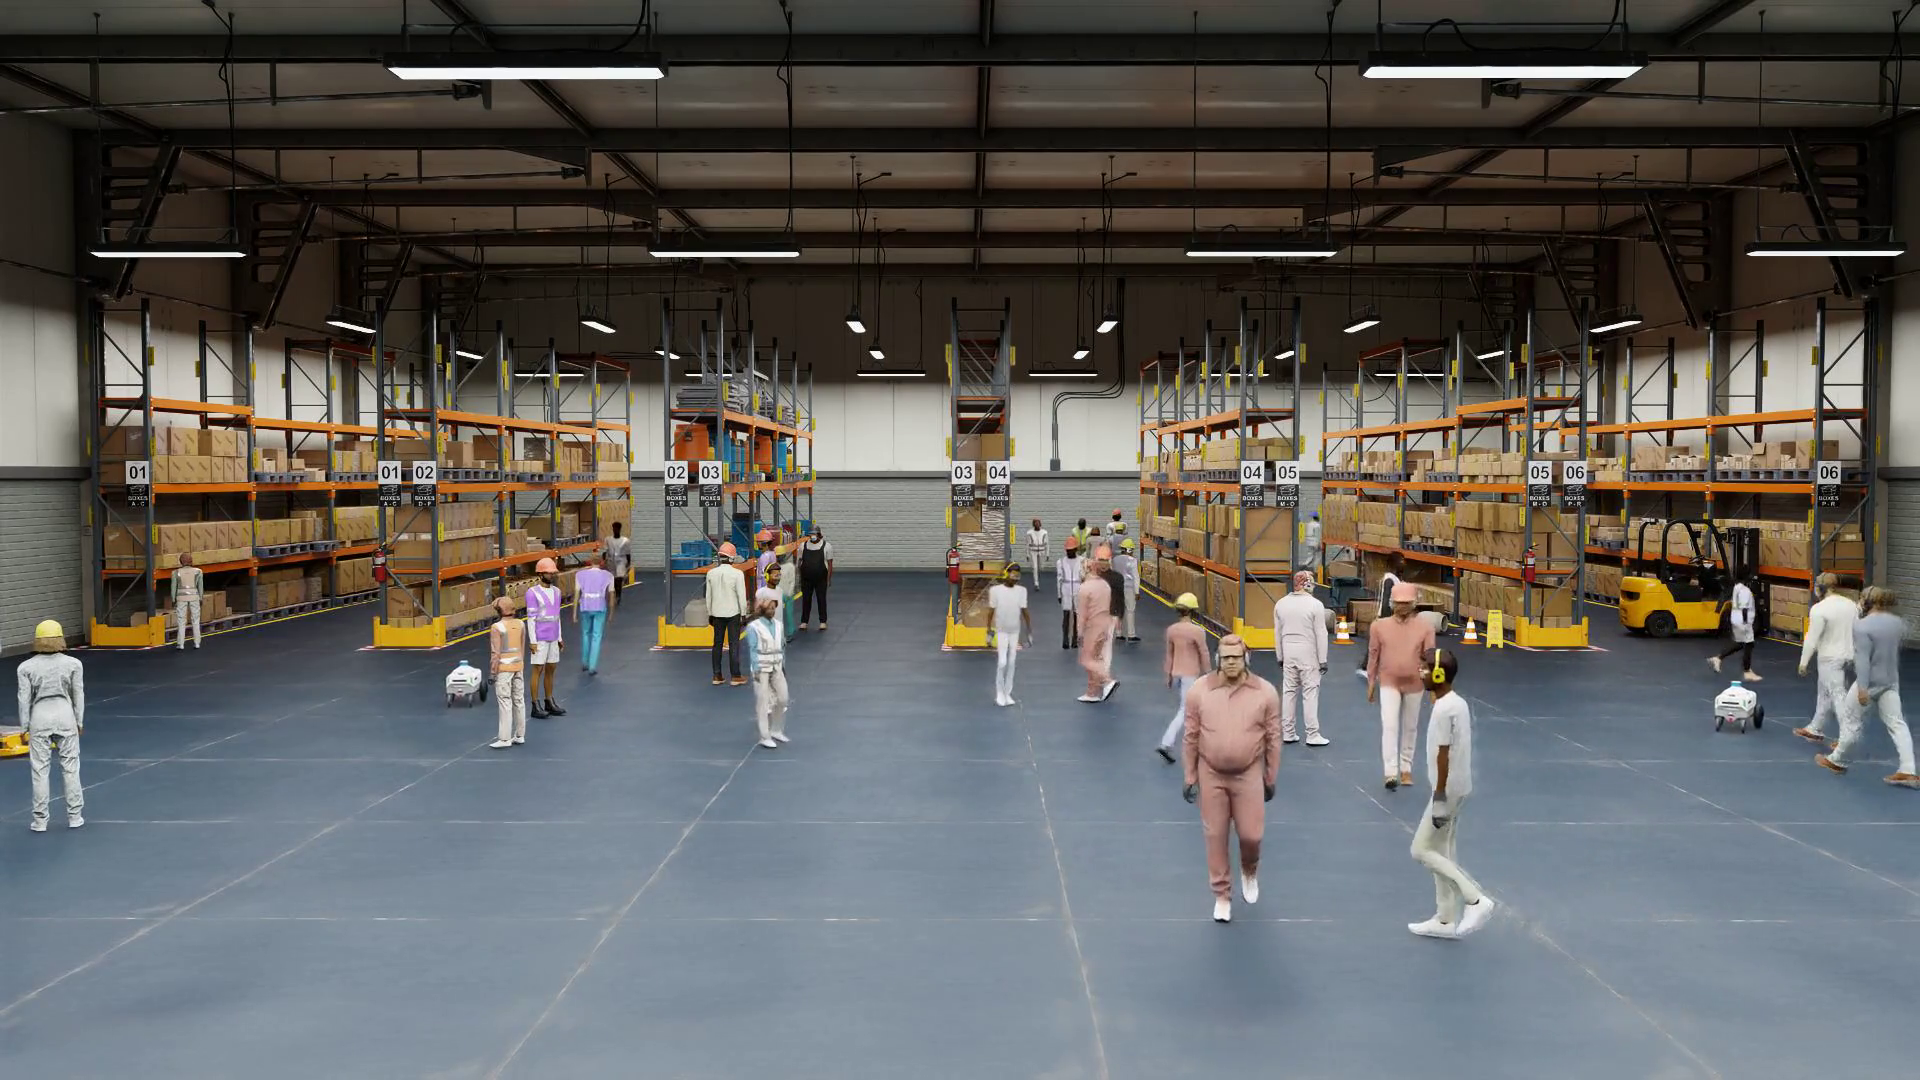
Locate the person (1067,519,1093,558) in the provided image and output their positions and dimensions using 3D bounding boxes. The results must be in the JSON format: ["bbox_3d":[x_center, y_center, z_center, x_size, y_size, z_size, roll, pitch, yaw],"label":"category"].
[{"bbox_3d":[3.262,0.316,43.598,0.710,1.777,0.968,0,2,10],"label":"person"}]

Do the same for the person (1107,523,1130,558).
[{"bbox_3d":[3.834,0.496,39.049,0.592,1.787,0.894,0,2,4],"label":"person"}]

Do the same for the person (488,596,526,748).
[{"bbox_3d":[-4.898,1.426,17.476,0.310,1.640,0.514,1,3,25],"label":"person"}]

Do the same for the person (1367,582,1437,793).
[{"bbox_3d":[4.142,1.370,15.100,0.645,1.935,1.037,0,2,11],"label":"person"}]

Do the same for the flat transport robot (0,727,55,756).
[{"bbox_3d":[-10.422,2.130,17.233,1.431,0.197,0.652,1,2,14],"label":"flat transport robot"}]

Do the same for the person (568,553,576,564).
[{"bbox_3d":[-11.240,0.173,46.553,0.403,1.837,0.591,0,2,-7],"label":"person"}]

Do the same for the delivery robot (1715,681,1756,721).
[{"bbox_3d":[9.014,1.884,18.755,0.477,0.478,0.707,2,3,35],"label":"delivery robot"}]

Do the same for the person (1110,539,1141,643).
[{"bbox_3d":[2.945,0.896,28.532,0.586,1.823,0.403,2,3,43],"label":"person"}]

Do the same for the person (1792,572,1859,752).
[{"bbox_3d":[9.293,1.297,17.430,0.651,1.897,0.924,-1,3,-28],"label":"person"}]

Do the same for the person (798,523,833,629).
[{"bbox_3d":[-2.791,0.714,30.936,0.673,2.000,0.535,0,2,6],"label":"person"}]

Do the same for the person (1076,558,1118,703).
[{"bbox_3d":[1.765,1.175,20.810,0.603,1.890,0.659,2,3,38],"label":"person"}]

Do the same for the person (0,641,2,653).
[{"bbox_3d":[-10.842,1.268,17.877,0.385,1.928,0.546,-2,3,-40],"label":"person"}]

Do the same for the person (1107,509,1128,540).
[{"bbox_3d":[4.246,0.182,43.753,0.605,2.045,0.378,-1,2,-13],"label":"person"}]

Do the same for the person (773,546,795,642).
[{"bbox_3d":[-3.113,0.963,28.262,0.527,1.713,0.952,1,2,13],"label":"person"}]

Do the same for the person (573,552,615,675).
[{"bbox_3d":[-5.447,1.077,24.109,0.594,1.802,0.856,0,2,-6],"label":"person"}]

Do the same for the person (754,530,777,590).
[{"bbox_3d":[-3.242,0.855,26.839,0.371,2.044,0.608,0,2,5],"label":"person"}]

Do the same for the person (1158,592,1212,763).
[{"bbox_3d":[2.318,1.407,16.734,0.850,1.734,0.520,-2,3,-35],"label":"person"}]

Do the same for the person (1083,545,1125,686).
[{"bbox_3d":[2.034,1.048,22.896,0.624,1.974,0.831,1,2,17],"label":"person"}]

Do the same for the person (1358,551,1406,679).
[{"bbox_3d":[6.216,1.088,23.237,1.011,1.873,0.595,1,2,21],"label":"person"}]

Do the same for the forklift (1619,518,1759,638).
[{"bbox_3d":[13.417,0.684,29.791,2.313,2.155,1.214,0,2,0],"label":"forklift"}]

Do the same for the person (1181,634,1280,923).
[{"bbox_3d":[1.800,1.568,10.777,0.647,1.892,0.480,0,2,11],"label":"person"}]

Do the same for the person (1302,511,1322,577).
[{"bbox_3d":[10.290,0.110,46.946,0.553,1.935,0.631,-1,2,-20],"label":"person"}]

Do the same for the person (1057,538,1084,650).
[{"bbox_3d":[1.902,0.911,27.370,0.550,1.883,0.963,0,2,6],"label":"person"}]

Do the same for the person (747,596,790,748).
[{"bbox_3d":[-2.083,1.427,17.532,0.370,1.636,0.537,2,3,42],"label":"person"}]

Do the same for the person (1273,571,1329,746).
[{"bbox_3d":[3.764,1.288,17.695,0.403,1.904,0.637,-2,3,-44],"label":"person"}]

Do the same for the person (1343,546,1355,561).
[{"bbox_3d":[11.027,0.204,45.367,0.586,1.867,0.605,0,2,9],"label":"person"}]

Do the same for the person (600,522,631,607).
[{"bbox_3d":[-7.744,0.542,36.414,0.620,1.919,1.017,0,2,7],"label":"person"}]

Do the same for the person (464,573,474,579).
[{"bbox_3d":[-11.967,0.448,39.225,0.645,1.884,1.045,0,2,-4],"label":"person"}]

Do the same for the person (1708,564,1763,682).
[{"bbox_3d":[11.152,1.181,23.166,0.625,1.679,0.540,1,2,15],"label":"person"}]

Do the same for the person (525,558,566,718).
[{"bbox_3d":[-5.057,1.187,19.751,0.356,1.941,0.546,1,3,28],"label":"person"}]

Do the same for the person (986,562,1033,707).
[{"bbox_3d":[0.624,1.203,20.653,0.547,1.836,0.609,-1,2,-17],"label":"person"}]

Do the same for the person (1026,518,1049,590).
[{"bbox_3d":[1.984,0.355,41.654,0.587,1.863,0.691,0,2,-7],"label":"person"}]

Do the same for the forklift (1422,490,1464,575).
[{"bbox_3d":[13.926,-0.371,47.846,1.873,2.768,1.129,0,2,0],"label":"forklift"}]

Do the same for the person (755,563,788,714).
[{"bbox_3d":[-2.341,1.213,20.048,0.311,1.864,0.533,1,3,31],"label":"person"}]

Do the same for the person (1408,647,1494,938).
[{"bbox_3d":[3.083,1.608,10.237,0.453,1.848,0.551,1,3,26],"label":"person"}]

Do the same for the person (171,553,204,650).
[{"bbox_3d":[-13.091,1.039,27.361,0.508,1.629,0.314,-1,3,-31],"label":"person"}]

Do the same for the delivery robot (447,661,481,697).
[{"bbox_3d":[-6.396,1.802,20.829,0.477,0.478,0.707,0,2,-8],"label":"delivery robot"}]

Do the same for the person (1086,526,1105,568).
[{"bbox_3d":[3.519,0.461,41.849,0.497,1.633,0.283,0,2,7],"label":"person"}]

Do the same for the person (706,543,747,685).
[{"bbox_3d":[-3.284,1.039,22.788,0.622,1.993,0.382,1,2,20],"label":"person"}]

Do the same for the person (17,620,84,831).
[{"bbox_3d":[-7.564,1.538,13.448,0.483,1.738,0.312,-1,3,-32],"label":"person"}]

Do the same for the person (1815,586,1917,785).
[{"bbox_3d":[8.776,1.380,15.547,0.648,1.883,1.047,-1,2,-22],"label":"person"}]
